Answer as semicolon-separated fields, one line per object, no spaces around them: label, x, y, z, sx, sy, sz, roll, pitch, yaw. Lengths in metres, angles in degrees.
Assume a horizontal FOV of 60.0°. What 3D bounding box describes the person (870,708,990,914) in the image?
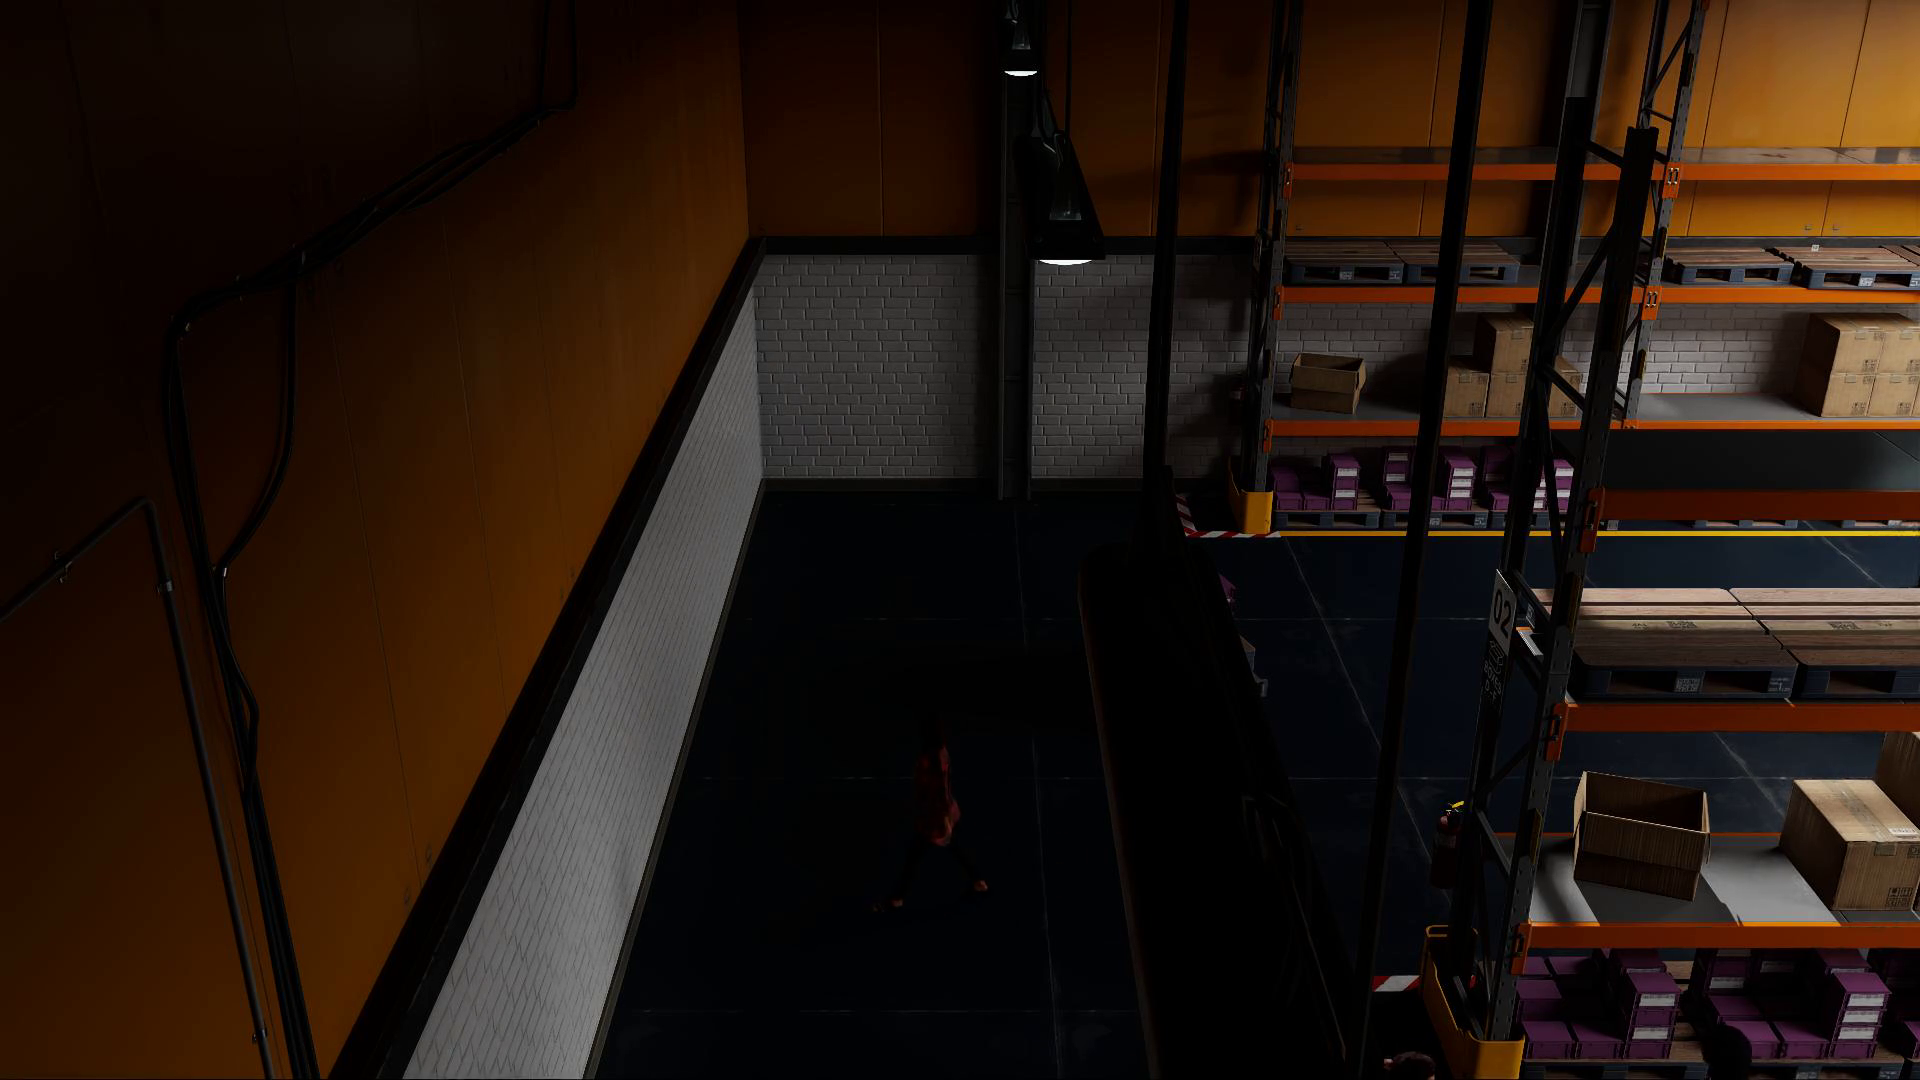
person;-0.095;1.965;11.913;1.145;1.654;0.751;-4;24;-8

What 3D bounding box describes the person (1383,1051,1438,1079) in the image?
person;2.061;3.332;8.582;0.723;1.819;0.802;2;24;6
